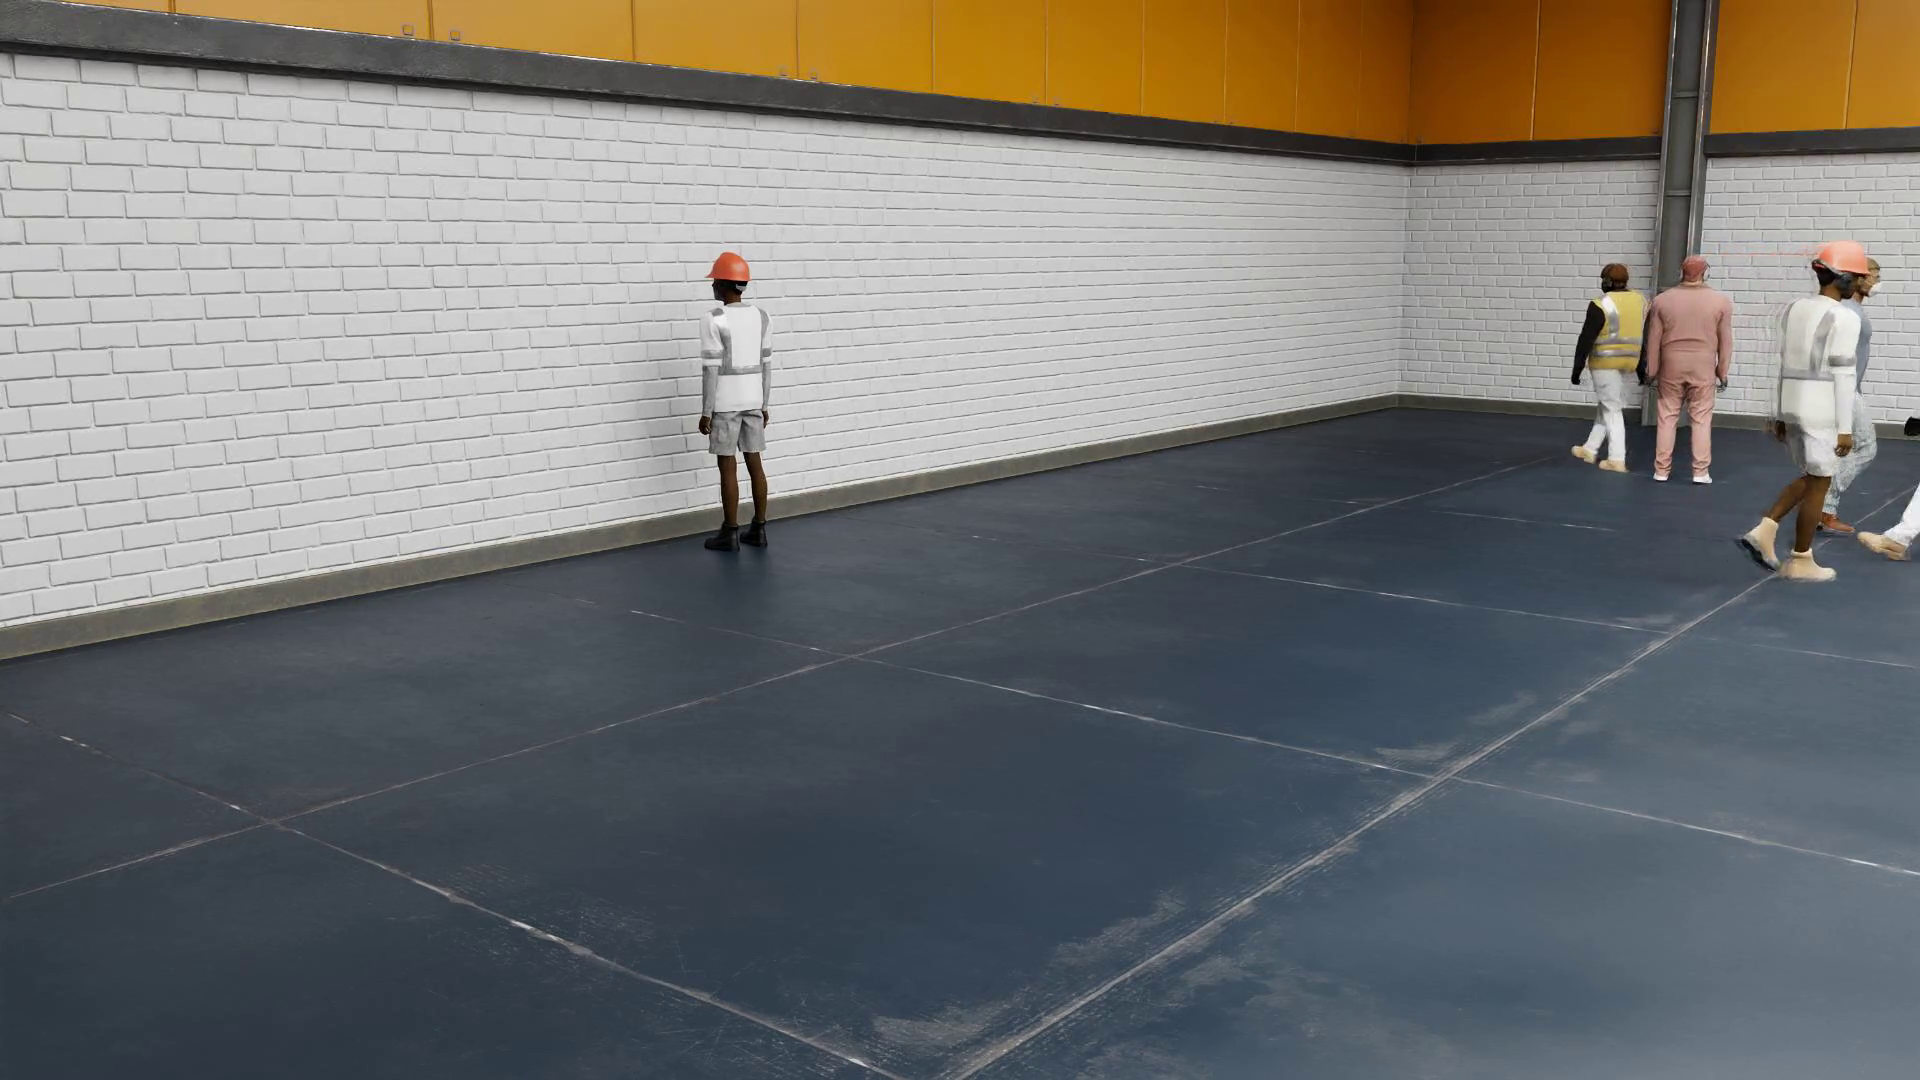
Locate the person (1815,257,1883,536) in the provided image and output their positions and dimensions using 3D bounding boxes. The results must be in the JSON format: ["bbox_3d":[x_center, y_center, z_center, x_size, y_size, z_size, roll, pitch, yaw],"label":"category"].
[{"bbox_3d":[6.041,-0.967,11.337,0.442,1.924,0.629,5,11,25],"label":"person"}]

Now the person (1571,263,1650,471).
[{"bbox_3d":[5.700,-1.543,14.812,0.660,1.806,0.874,-4,11,-23],"label":"person"}]

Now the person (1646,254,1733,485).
[{"bbox_3d":[6.058,-1.413,13.838,0.651,1.904,0.403,5,11,26],"label":"person"}]

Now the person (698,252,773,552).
[{"bbox_3d":[-1.473,-0.894,10.857,0.548,1.942,0.343,-10,14,-44],"label":"person"}]

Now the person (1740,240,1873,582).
[{"bbox_3d":[5.010,-0.736,9.752,0.492,2.023,0.629,-1,10,-8],"label":"person"}]

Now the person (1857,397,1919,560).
[{"bbox_3d":[6.188,-0.744,10.436,0.954,1.790,0.630,3,11,16],"label":"person"}]
